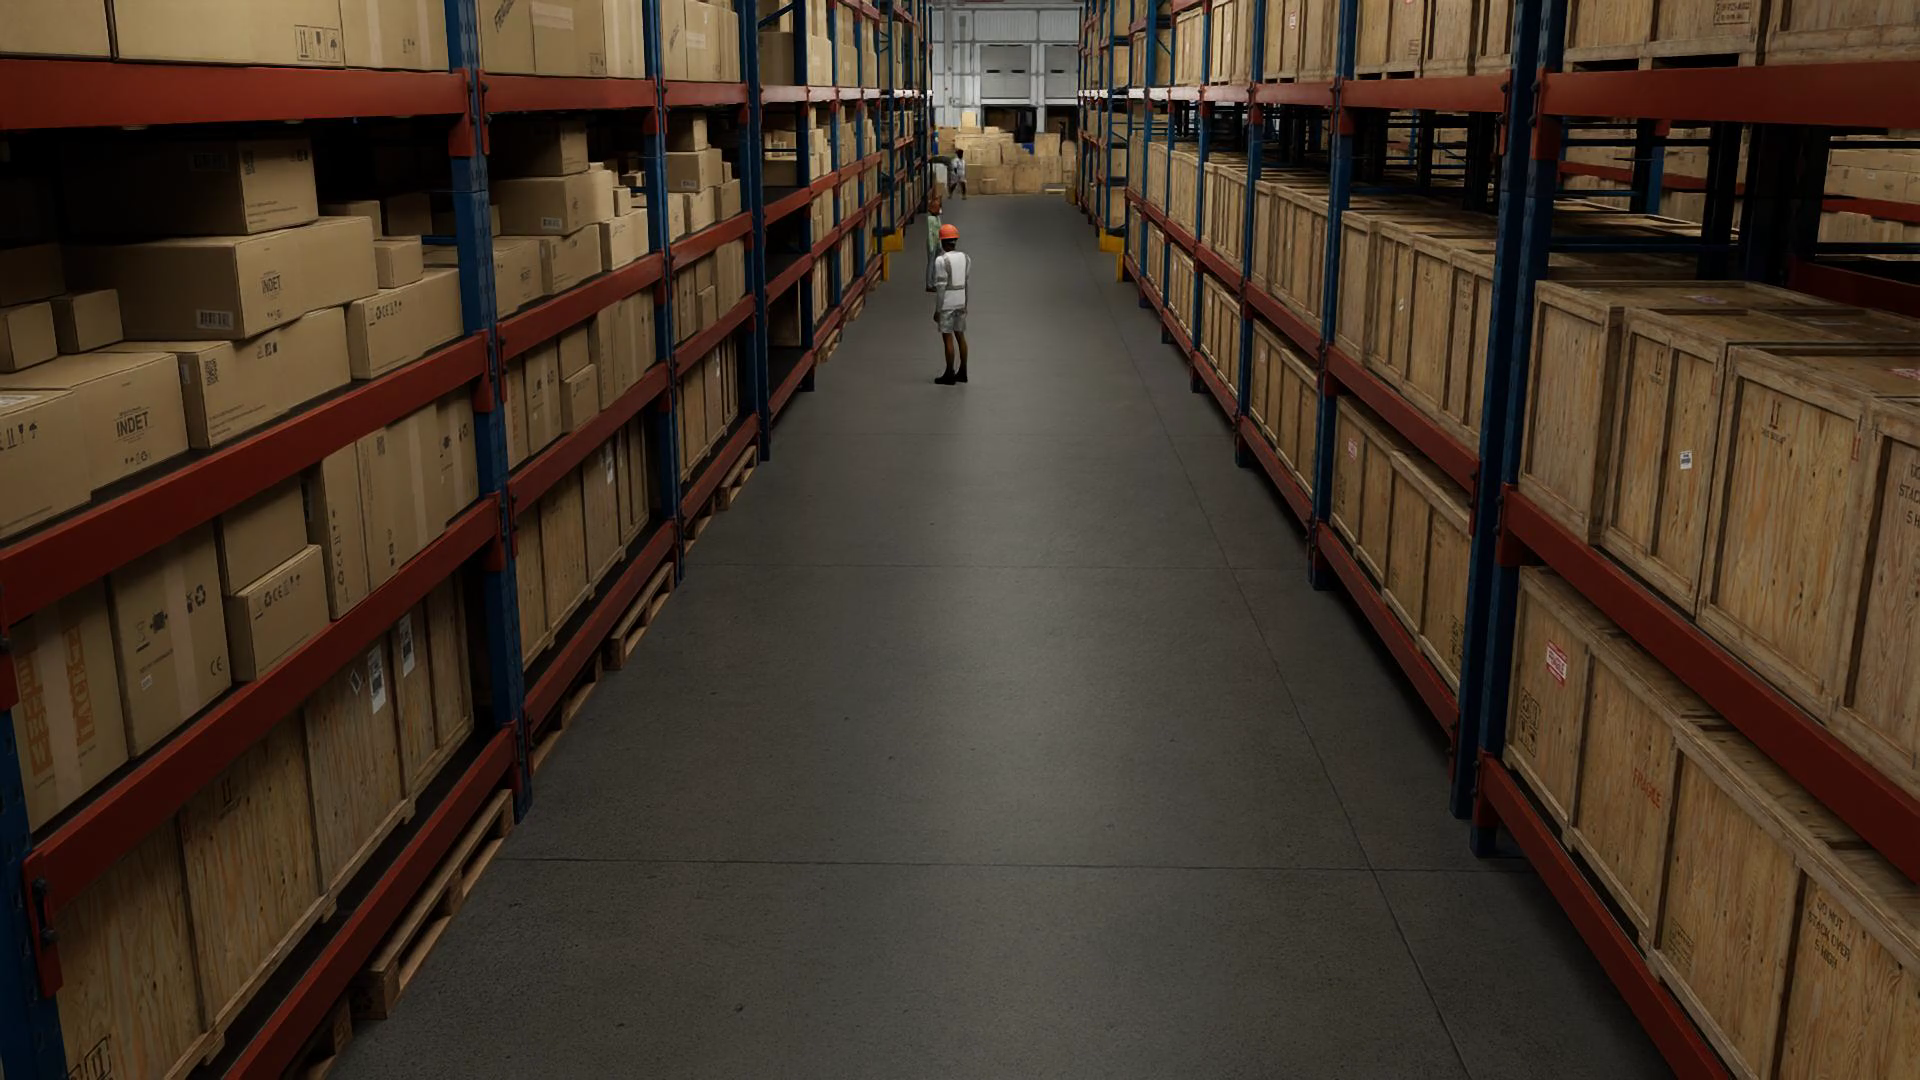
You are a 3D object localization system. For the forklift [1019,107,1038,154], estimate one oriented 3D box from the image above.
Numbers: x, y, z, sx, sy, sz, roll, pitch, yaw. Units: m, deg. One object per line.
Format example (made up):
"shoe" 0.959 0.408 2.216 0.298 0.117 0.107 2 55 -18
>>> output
"forklift" 3.350 -19.703 81.099 1.129 2.768 1.873 -11 19 -36

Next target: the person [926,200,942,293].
"person" -0.455 -5.225 29.616 0.280 1.625 0.492 6 16 21

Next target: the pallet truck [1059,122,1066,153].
"pallet truck" 5.788 -21.111 88.014 1.885 1.965 0.823 5 16 18

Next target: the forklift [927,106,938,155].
"forklift" -1.527 -20.289 83.281 1.873 2.768 1.129 8 17 27

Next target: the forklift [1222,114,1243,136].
"forklift" 9.316 -13.264 57.144 1.873 2.768 1.129 -5 16 -18

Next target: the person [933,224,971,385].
"person" -0.124 -2.859 20.223 0.374 1.933 0.550 14 20 42

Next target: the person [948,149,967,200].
"person" -0.066 -12.171 55.363 0.526 1.672 0.772 -10 18 -34
